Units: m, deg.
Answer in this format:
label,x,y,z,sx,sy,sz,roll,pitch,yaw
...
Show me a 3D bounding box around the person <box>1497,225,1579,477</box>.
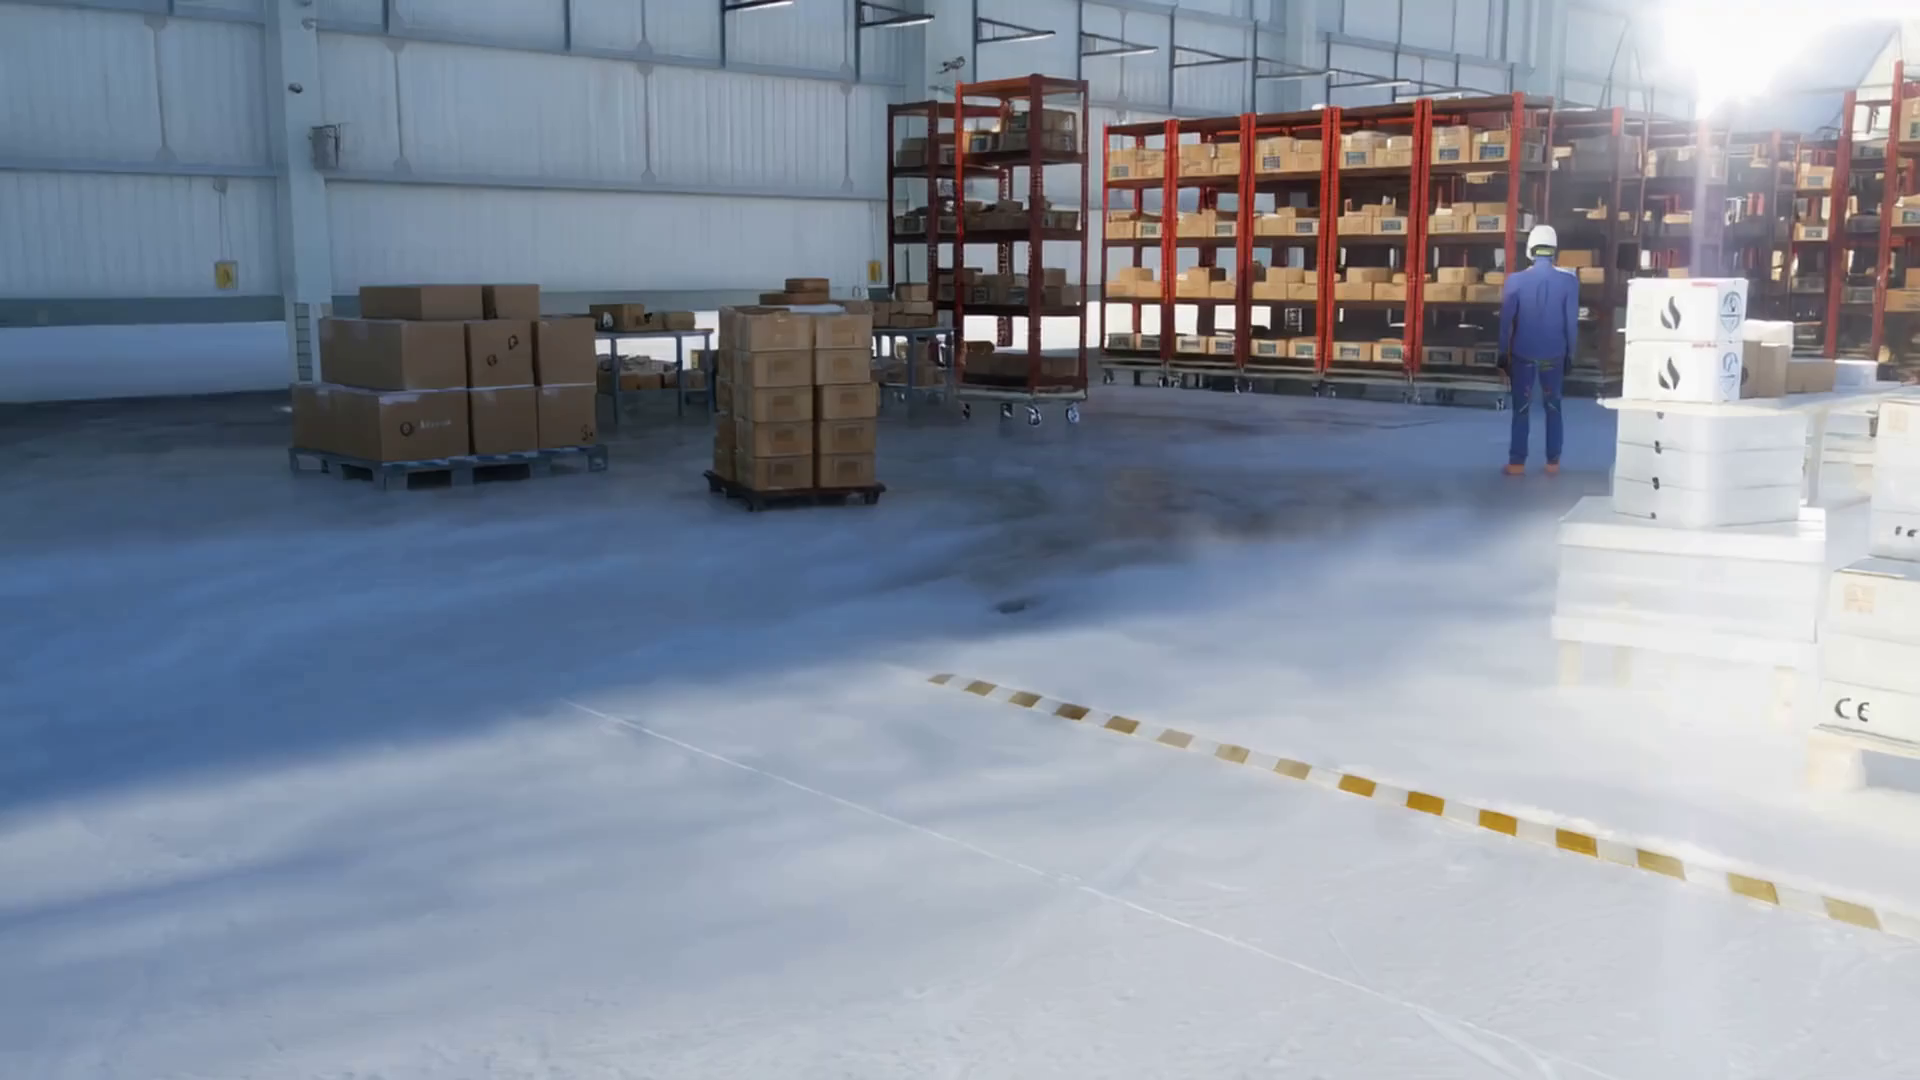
label,x,y,z,sx,sy,sz,roll,pitch,yaw
person,4.576,-1.489,13.219,0.612,1.994,0.394,0,9,3
